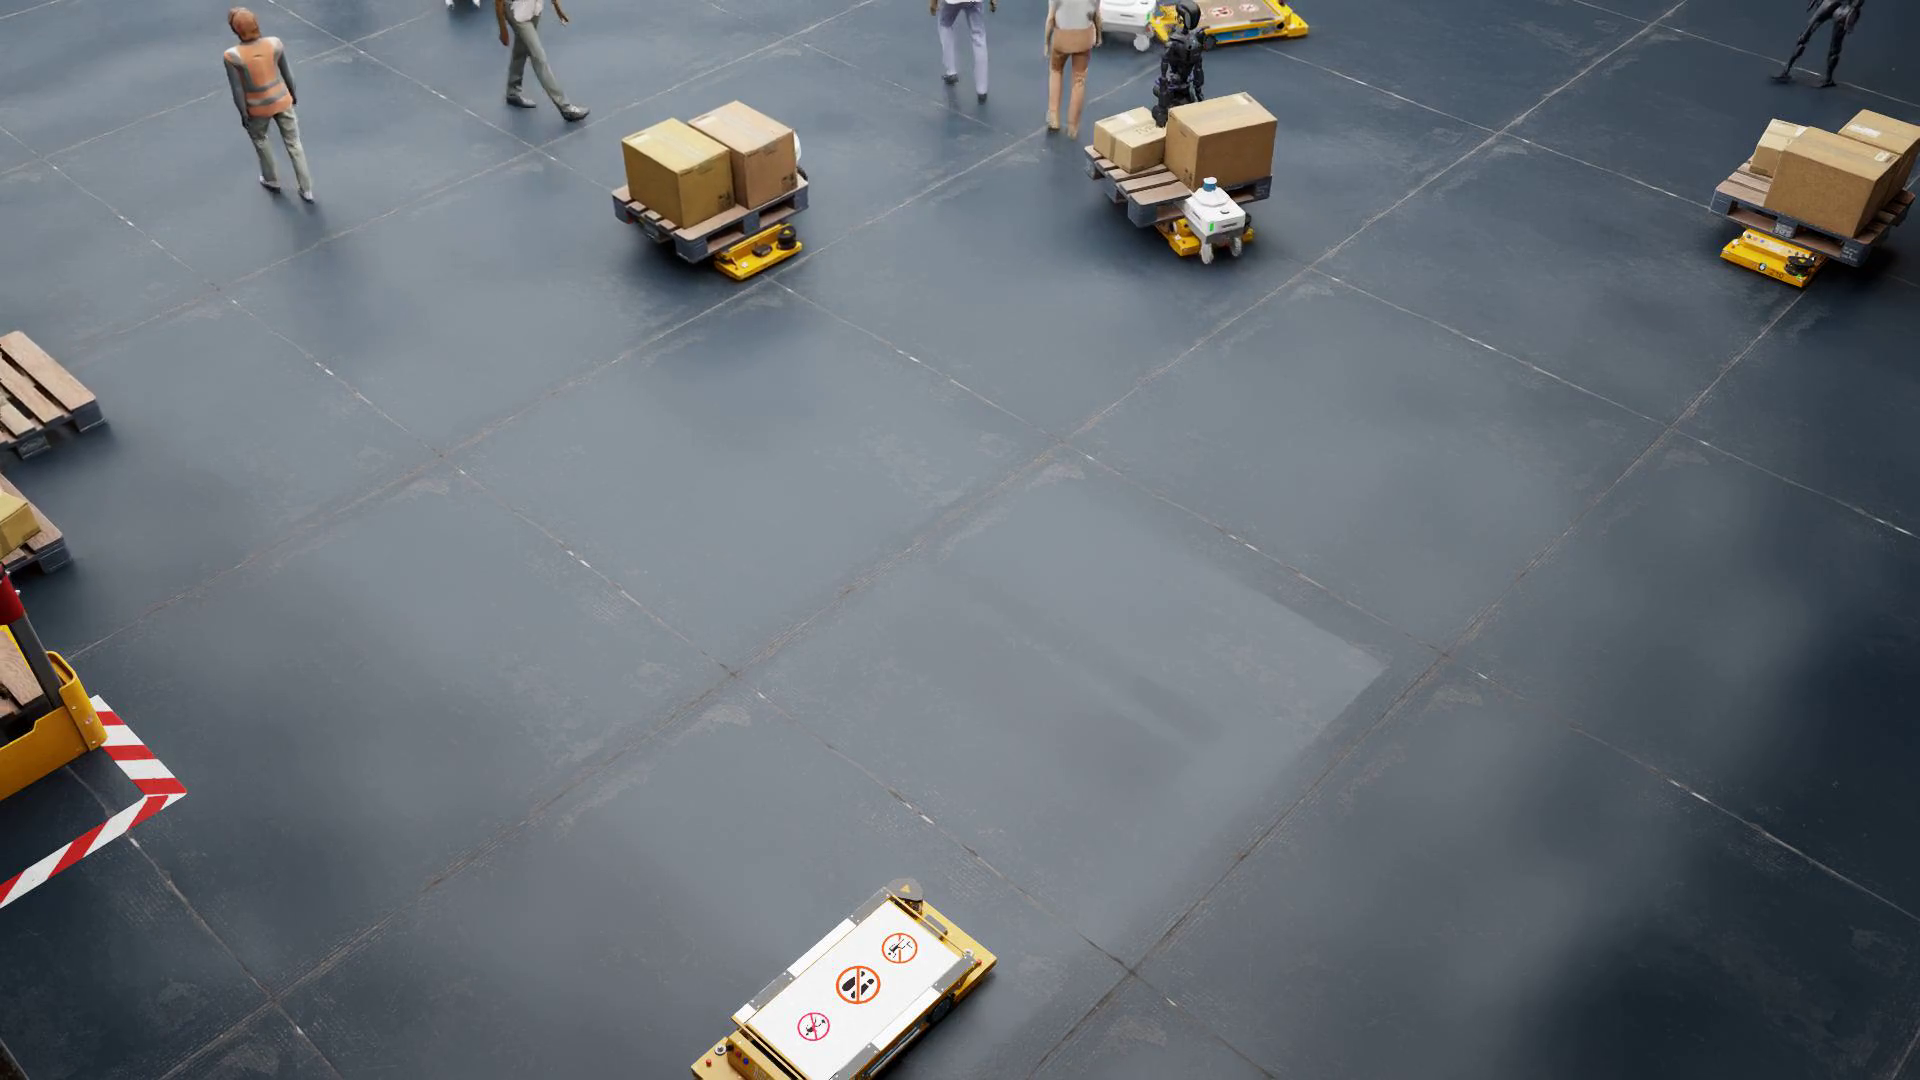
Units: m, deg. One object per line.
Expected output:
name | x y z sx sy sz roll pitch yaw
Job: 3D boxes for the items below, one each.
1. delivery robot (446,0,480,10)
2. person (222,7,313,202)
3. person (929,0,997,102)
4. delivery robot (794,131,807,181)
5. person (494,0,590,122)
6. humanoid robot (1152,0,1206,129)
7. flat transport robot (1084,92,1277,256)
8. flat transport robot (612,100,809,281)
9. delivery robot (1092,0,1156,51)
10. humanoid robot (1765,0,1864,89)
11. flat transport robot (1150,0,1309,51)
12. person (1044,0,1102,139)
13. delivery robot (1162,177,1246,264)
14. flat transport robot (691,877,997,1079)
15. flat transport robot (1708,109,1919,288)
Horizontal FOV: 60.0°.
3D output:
delivery robot | -4.964 -5.687 16.628 0.499 0.587 0.789 -3 42 -4
person | -5.628 -3.541 13.452 0.534 1.614 0.690 -30 50 -29
person | 0.012 -4.839 14.755 0.626 1.807 0.721 -9 43 -10
delivery robot | -1.671 -3.167 13.839 0.801 0.602 0.499 -10 43 -11
person | -3.696 -4.517 14.412 1.013 1.779 0.569 16 44 17
humanoid robot | 1.759 -3.563 13.423 0.313 1.657 0.599 32 51 30
flat transport robot | 1.770 -2.816 13.656 0.659 0.231 1.431 -16 44 -17
flat transport robot | -1.979 -2.543 13.352 0.659 0.231 1.431 -34 52 -32
delivery robot | 1.474 -5.007 15.890 0.805 0.612 0.499 10 43 11
humanoid robot | 7.788 -4.794 14.813 0.625 1.640 0.590 -12 43 -12
flat transport robot | 2.586 -5.023 16.109 1.431 0.231 0.659 -11 43 -12
person | 0.971 -4.317 14.229 0.497 1.730 0.529 1 42 1
delivery robot | 1.948 -2.609 13.200 0.499 0.579 0.753 -16 44 -17
flat transport robot | -0.540 2.262 8.012 0.659 0.231 1.431 32 51 30
flat transport robot | 6.719 -2.492 13.295 0.659 0.231 1.431 32 51 30
